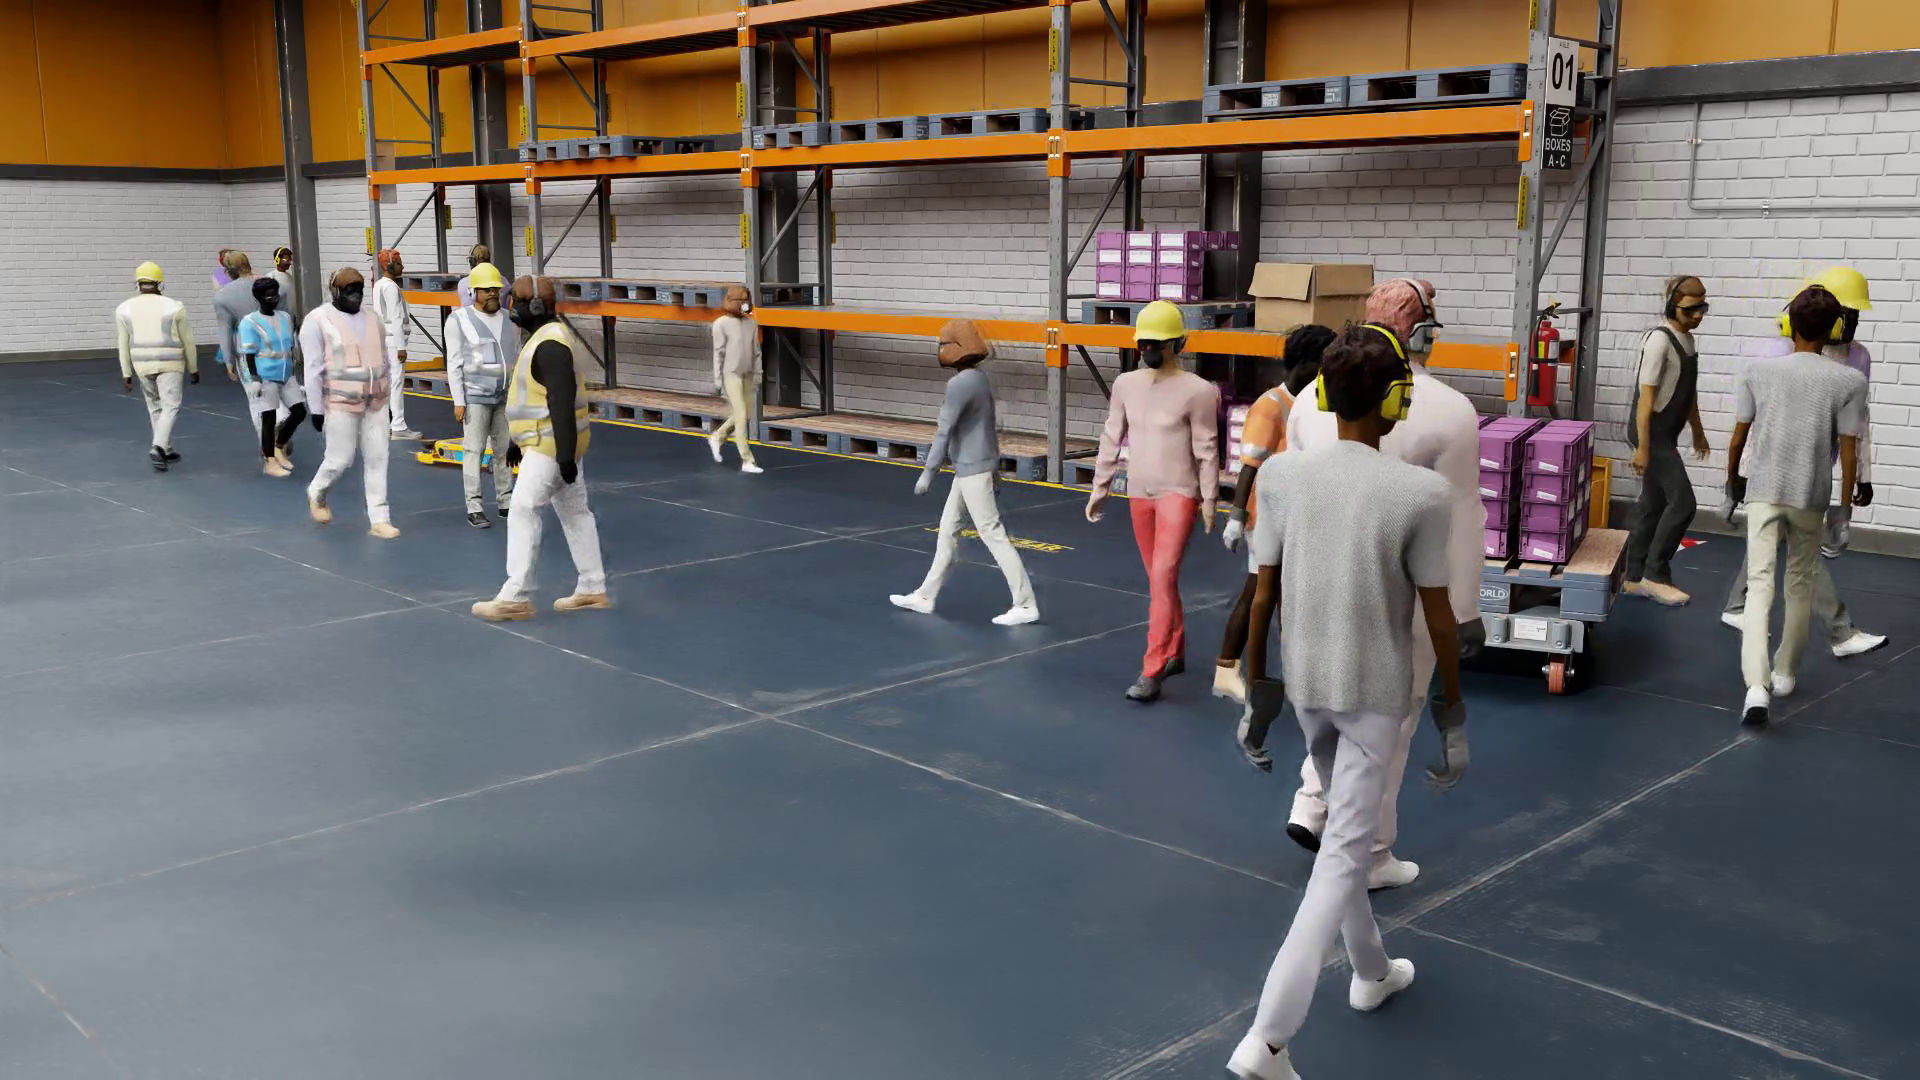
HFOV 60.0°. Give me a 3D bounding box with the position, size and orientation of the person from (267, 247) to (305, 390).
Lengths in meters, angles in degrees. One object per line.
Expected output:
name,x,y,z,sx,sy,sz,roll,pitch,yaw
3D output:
person,-8.770,-2.860,21.628,0.329,1.865,0.507,1,10,8

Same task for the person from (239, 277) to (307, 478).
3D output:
person,-5.725,-1.348,13.862,0.372,1.678,0.549,5,11,24

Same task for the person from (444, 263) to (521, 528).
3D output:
person,-3.277,-1.007,11.605,0.404,1.833,0.588,9,14,41

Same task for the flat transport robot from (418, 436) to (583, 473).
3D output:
flat transport robot,-4.021,-0.759,14.512,1.431,0.197,0.652,7,13,35

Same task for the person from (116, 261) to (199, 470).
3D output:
person,-6.974,-1.513,14.444,0.599,1.802,0.855,-1,10,-4

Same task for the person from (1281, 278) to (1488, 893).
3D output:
person,1.317,0.153,5.115,0.423,1.895,0.642,-7,13,-34

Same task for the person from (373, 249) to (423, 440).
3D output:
person,-5.628,-1.937,16.542,0.356,1.883,0.573,-7,13,-34

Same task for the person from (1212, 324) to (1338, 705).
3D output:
person,1.417,-0.076,7.001,0.820,1.643,0.589,7,13,35

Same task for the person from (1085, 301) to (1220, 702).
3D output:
person,0.826,-0.171,7.330,0.546,1.736,0.809,9,14,42

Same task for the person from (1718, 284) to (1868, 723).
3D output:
person,3.491,-0.162,7.027,0.520,1.831,0.979,5,11,24

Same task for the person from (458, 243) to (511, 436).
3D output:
person,-4.702,-1.955,16.481,0.378,1.940,0.628,6,12,30

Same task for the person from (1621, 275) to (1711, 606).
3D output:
person,3.911,-0.535,9.111,0.537,1.812,0.633,7,12,33

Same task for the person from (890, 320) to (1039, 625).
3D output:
person,0.046,-0.350,8.692,0.851,1.585,0.506,2,11,13

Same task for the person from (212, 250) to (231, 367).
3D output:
person,-11.101,-3.510,25.366,0.593,1.792,0.969,-10,14,-42

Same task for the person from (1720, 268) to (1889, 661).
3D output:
person,4.132,-0.369,8.034,0.599,1.860,1.028,-4,11,-22

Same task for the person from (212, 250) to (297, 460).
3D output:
person,-6.201,-1.614,14.733,0.693,1.894,0.748,-6,12,-32

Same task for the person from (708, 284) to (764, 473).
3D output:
person,-1.955,-1.399,14.359,0.709,1.612,0.508,8,13,38

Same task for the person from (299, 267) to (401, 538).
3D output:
person,-4.123,-0.926,11.201,0.746,1.818,0.636,8,13,37

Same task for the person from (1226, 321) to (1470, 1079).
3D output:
person,0.931,0.390,4.014,0.535,1.829,0.964,9,14,41

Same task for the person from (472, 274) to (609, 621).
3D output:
person,-2.276,-0.481,8.802,0.832,1.813,0.632,-2,11,-12
